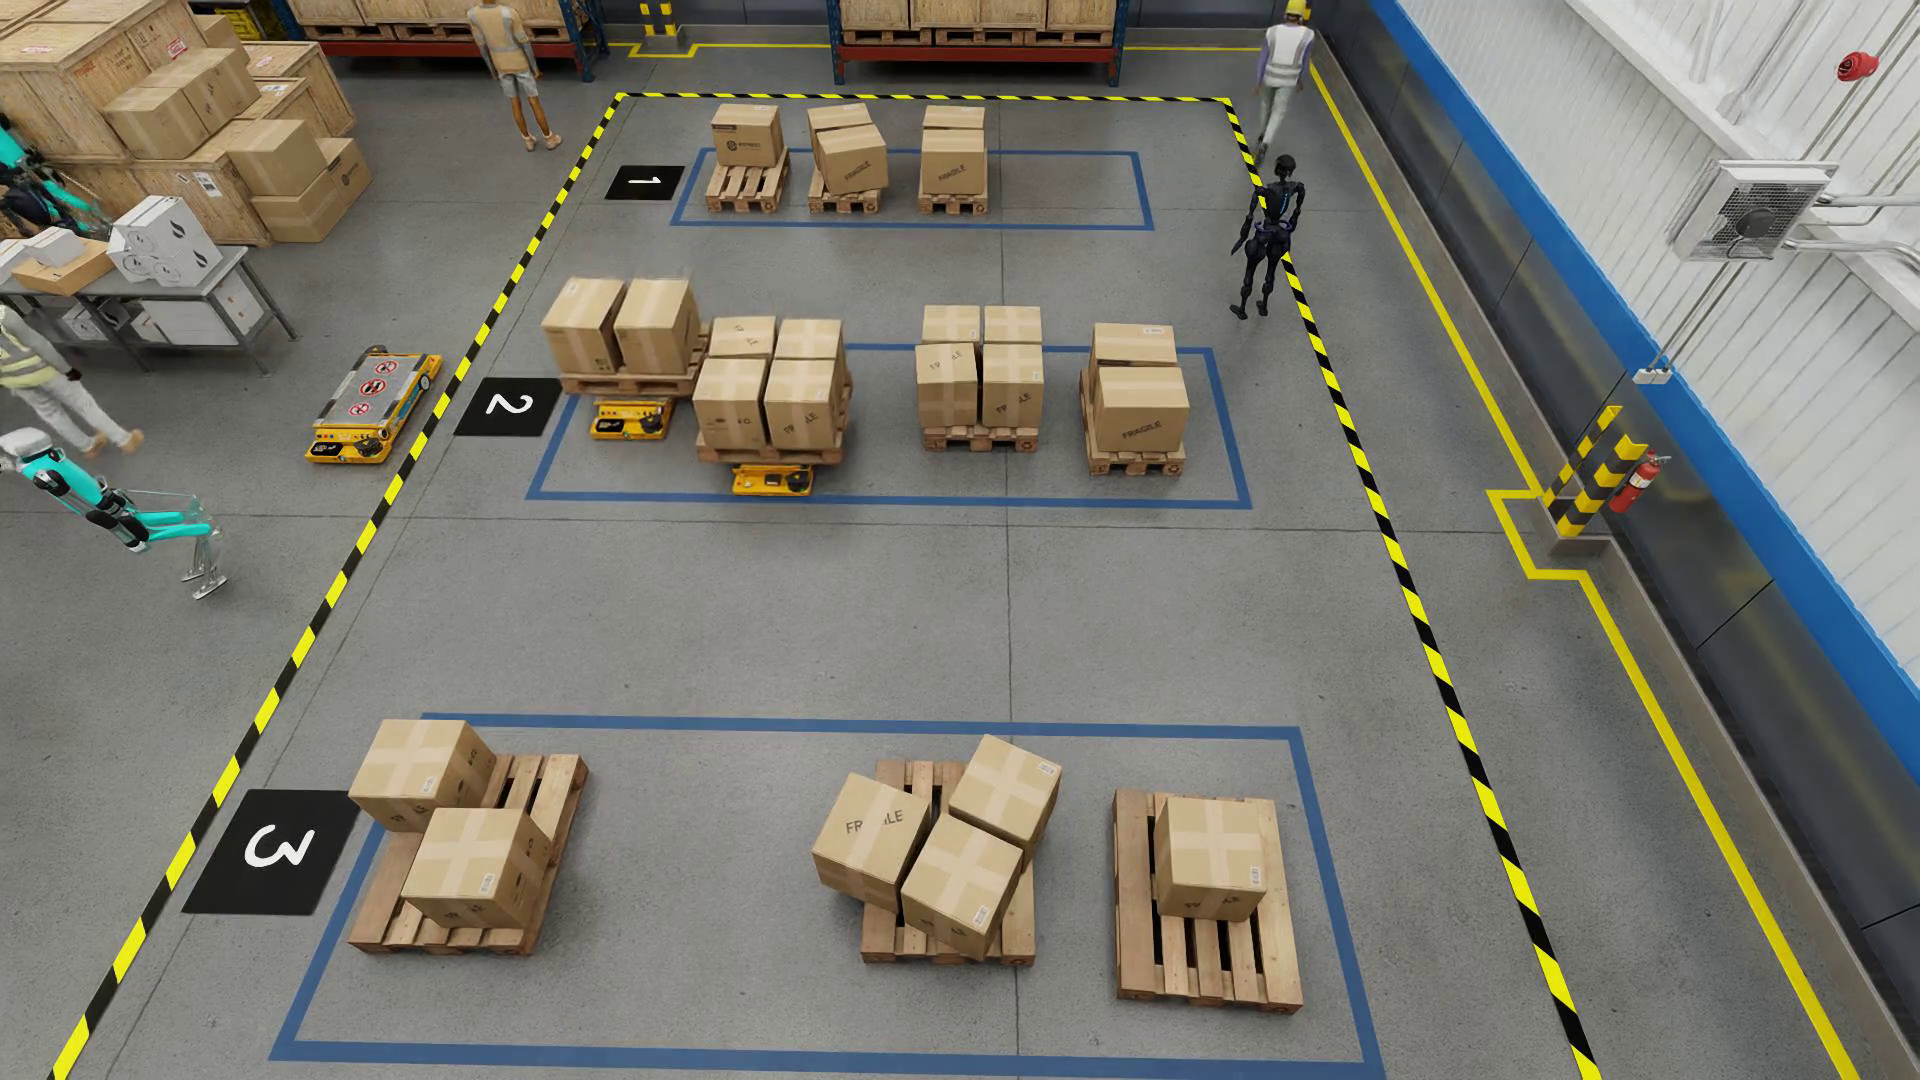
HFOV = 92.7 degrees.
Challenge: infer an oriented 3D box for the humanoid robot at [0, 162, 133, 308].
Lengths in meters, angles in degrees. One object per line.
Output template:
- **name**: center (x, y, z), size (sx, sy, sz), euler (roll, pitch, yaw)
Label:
- **humanoid robot**: center (-8.689, -2.860, 8.871), size (0.417, 1.640, 0.615), euler (0, 50, 0)

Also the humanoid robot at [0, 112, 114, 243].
- **humanoid robot**: center (-9.266, -3.577, 9.493), size (0.820, 1.877, 0.550), euler (1, 50, 1)

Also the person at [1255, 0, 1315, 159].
- **person**: center (3.868, -5.583, 11.088), size (0.586, 1.801, 0.815), euler (22, 53, 17)

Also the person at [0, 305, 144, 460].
- **person**: center (-7.618, -1.376, 7.510), size (0.639, 1.839, 0.429), euler (-8, 50, -7)

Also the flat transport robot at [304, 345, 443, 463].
- **flat transport robot**: center (-5.383, -1.269, 8.441), size (0.659, 0.231, 1.431), euler (1, 50, 1)

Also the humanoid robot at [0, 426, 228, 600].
- **humanoid robot**: center (-5.794, -0.247, 6.527), size (0.735, 1.676, 0.533), euler (-36, 58, -26)

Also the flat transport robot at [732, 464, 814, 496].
- **flat transport robot**: center (-1.589, -0.971, 8.171), size (0.652, 0.197, 1.431), euler (1, 50, 1)

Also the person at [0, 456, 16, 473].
- **person**: center (-8.430, -1.135, 7.268), size (0.470, 1.888, 0.644), euler (27, 55, 21)

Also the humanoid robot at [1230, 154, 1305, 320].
- **humanoid robot**: center (2.978, -2.927, 8.913), size (0.599, 1.655, 0.315), euler (-7, 50, -6)

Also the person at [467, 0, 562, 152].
- **person**: center (-5.398, -5.735, 11.062), size (0.605, 2.038, 0.386), euler (-2, 50, -2)

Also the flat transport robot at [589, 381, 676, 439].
- **flat transport robot**: center (-2.977, -1.508, 8.625), size (0.652, 0.197, 1.431), euler (1, 50, 1)
